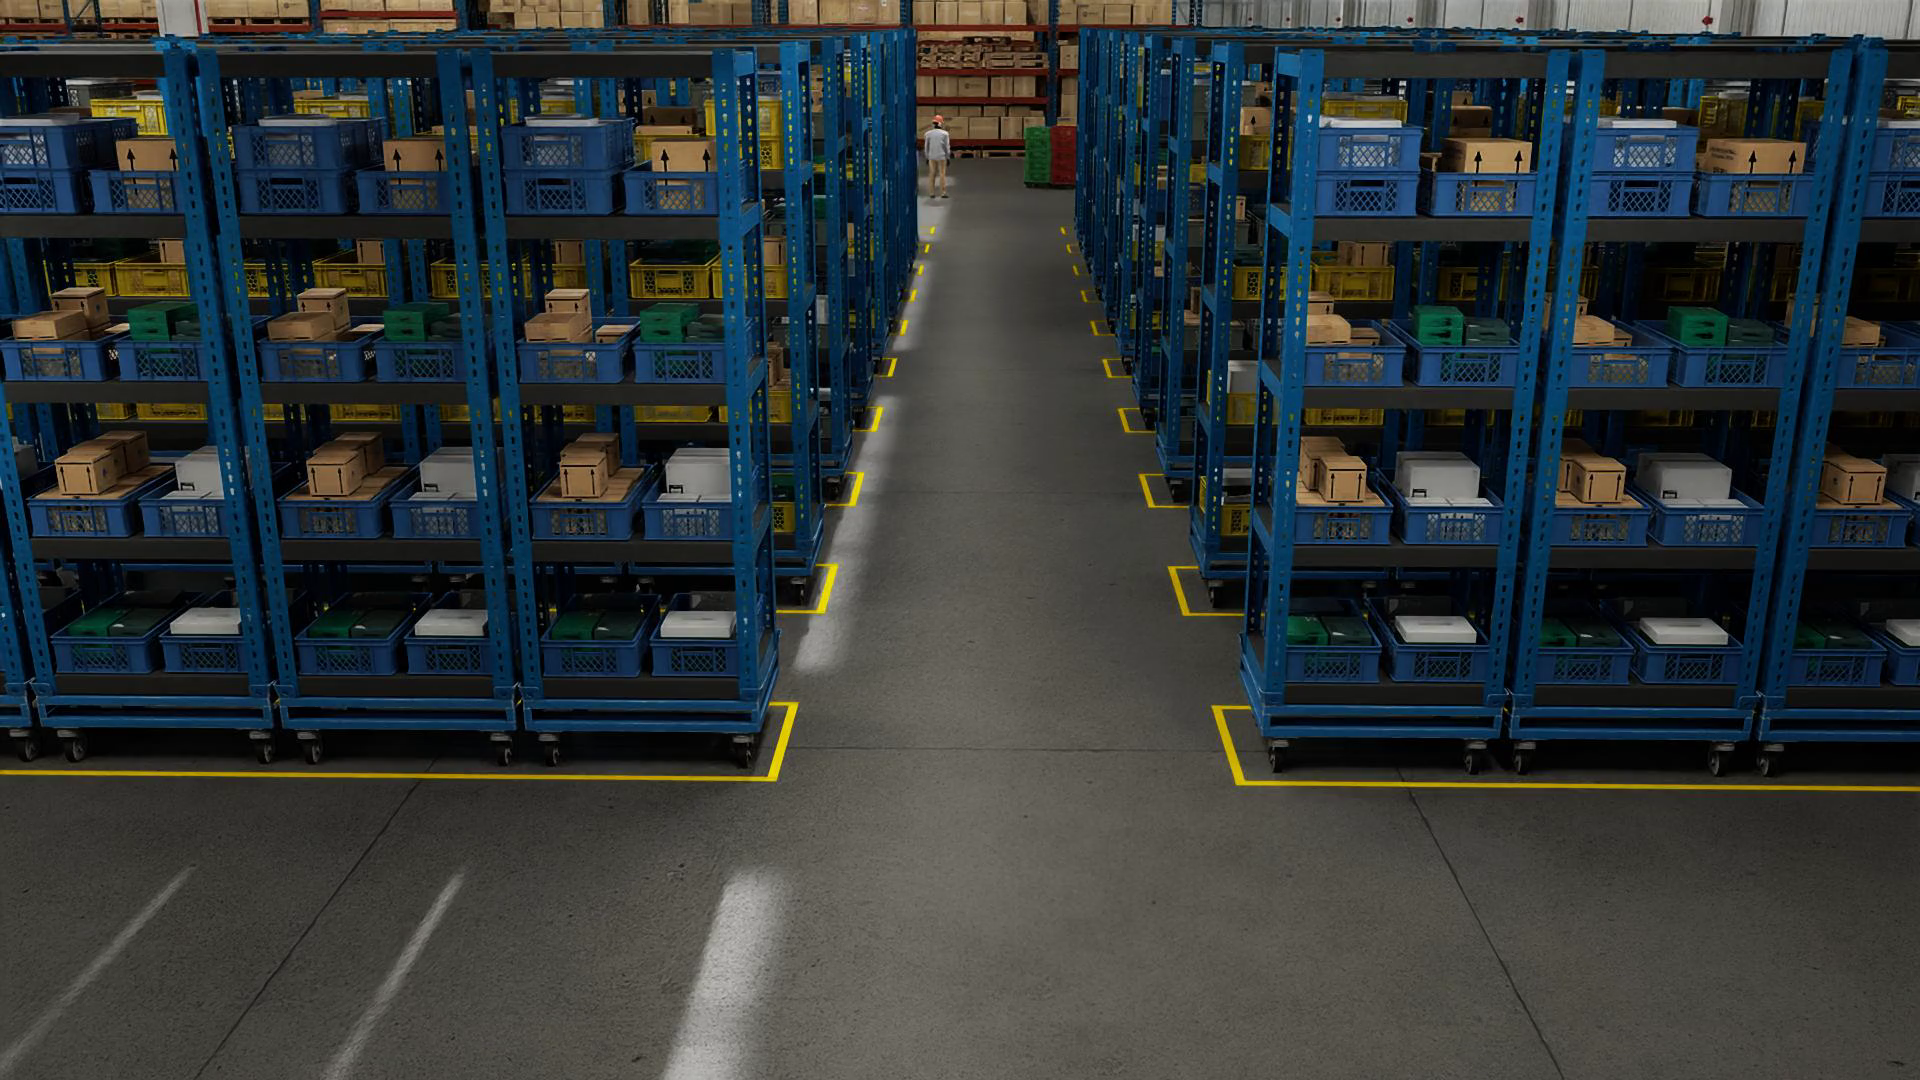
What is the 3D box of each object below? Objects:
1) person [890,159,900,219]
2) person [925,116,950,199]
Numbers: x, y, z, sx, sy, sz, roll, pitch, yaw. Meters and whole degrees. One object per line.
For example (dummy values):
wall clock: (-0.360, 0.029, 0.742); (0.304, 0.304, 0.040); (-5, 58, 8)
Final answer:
person: (-1.060, -6.320, 29.563); (0.593, 1.794, 0.966); (-4, 18, -11)
person: (-0.471, -8.187, 35.599); (0.563, 1.742, 0.339); (6, 18, 18)
